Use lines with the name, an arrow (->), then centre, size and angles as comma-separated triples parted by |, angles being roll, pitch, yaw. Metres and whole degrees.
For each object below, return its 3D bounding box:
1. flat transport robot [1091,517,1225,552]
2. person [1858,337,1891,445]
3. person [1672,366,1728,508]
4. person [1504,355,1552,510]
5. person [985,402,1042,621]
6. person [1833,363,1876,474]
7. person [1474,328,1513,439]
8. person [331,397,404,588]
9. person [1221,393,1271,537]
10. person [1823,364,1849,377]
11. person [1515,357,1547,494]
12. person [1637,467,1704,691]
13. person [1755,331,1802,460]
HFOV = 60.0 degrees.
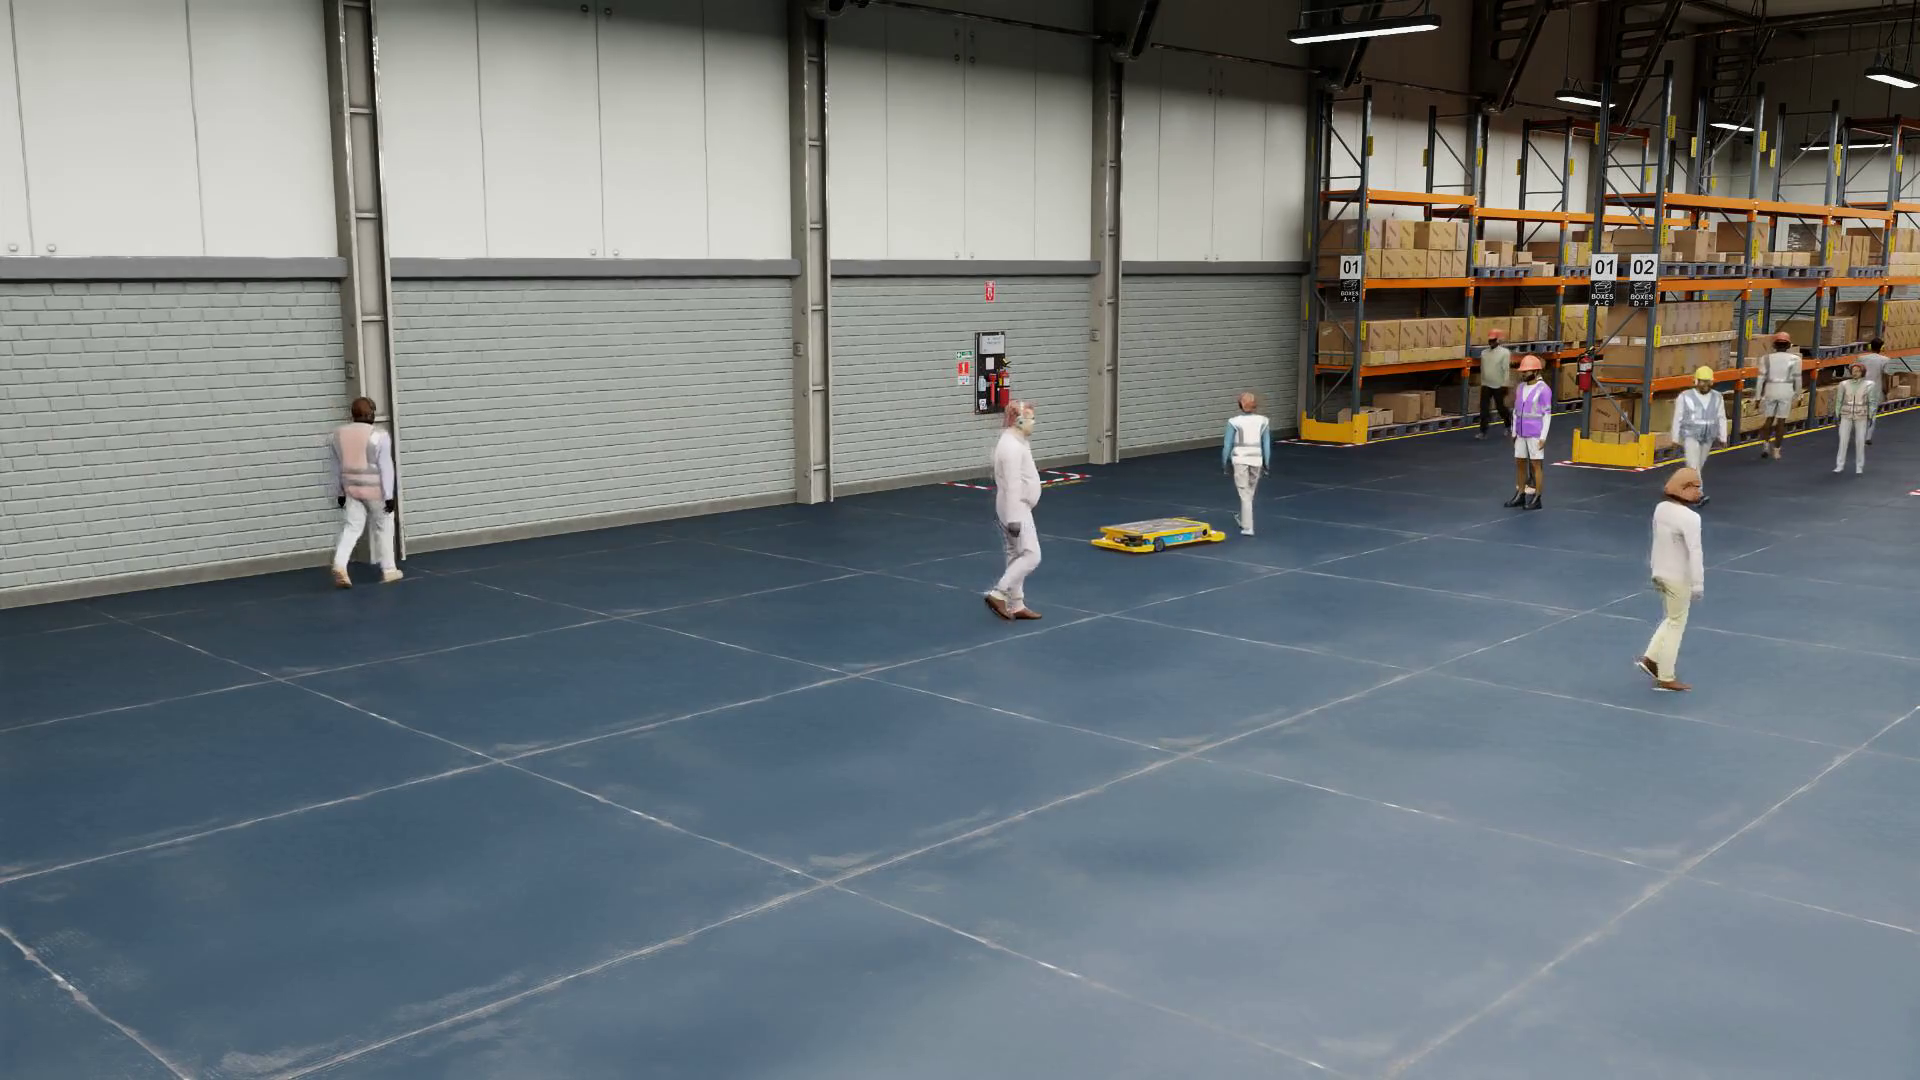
flat transport robot -> 2.166, -0.066, 18.136 | 1.431, 0.197, 0.652 | -8, 12, -39
person -> 15.585, -2.545, 28.430 | 0.565, 1.852, 0.493 | 7, 12, 37
person -> 9.396, -1.301, 21.050 | 0.618, 1.776, 0.954 | 0, 9, -2
person -> 7.127, -1.345, 20.865 | 0.373, 1.934, 0.551 | -5, 10, -27
person -> 0.498, -0.231, 14.201 | 0.427, 1.893, 0.672 | 0, 9, 1
person -> 13.177, -1.794, 24.511 | 0.522, 1.637, 0.310 | 7, 12, 36
person -> 9.515, -2.779, 29.527 | 0.851, 1.967, 0.624 | -7, 12, -38
person -> -5.670, -0.453, 15.801 | 0.636, 1.815, 0.864 | 2, 10, 14
person -> 3.223, -0.873, 18.975 | 0.541, 1.599, 0.807 | -2, 10, -14
person -> 19.627, -4.027, 37.291 | 0.587, 1.913, 0.390 | 8, 12, 39
person -> 7.685, -1.534, 22.294 | 0.342, 1.846, 0.509 | 2, 10, 14
person -> 5.149, 0.285, 11.901 | 0.345, 1.620, 0.527 | -1, 9, -7
person -> 12.977, -2.285, 26.342 | 0.621, 2.013, 0.707 | 7, 12, 36
